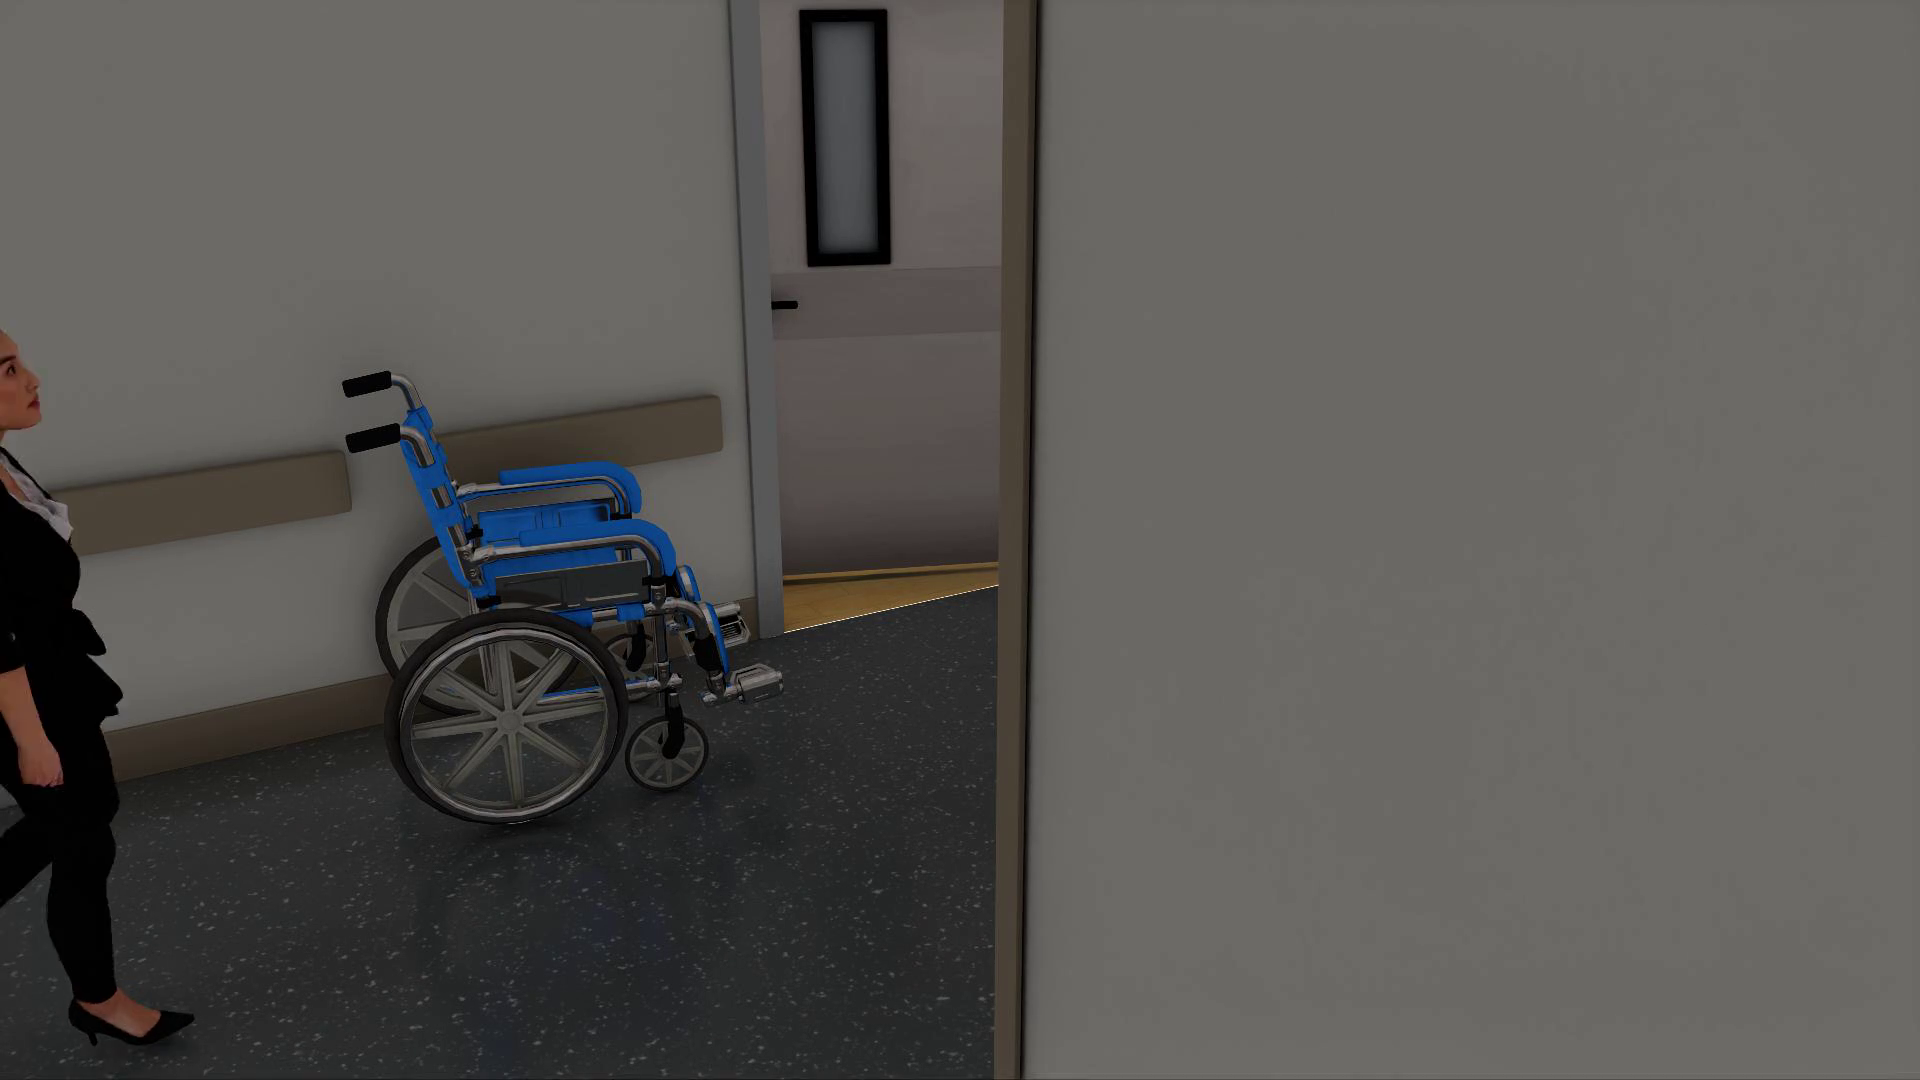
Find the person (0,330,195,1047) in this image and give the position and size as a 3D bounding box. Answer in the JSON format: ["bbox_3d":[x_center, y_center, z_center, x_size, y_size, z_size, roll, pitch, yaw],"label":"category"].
[{"bbox_3d":[-1.996,0.369,3.401,0.794,1.642,0.637,-9,23,-23],"label":"person"}]
